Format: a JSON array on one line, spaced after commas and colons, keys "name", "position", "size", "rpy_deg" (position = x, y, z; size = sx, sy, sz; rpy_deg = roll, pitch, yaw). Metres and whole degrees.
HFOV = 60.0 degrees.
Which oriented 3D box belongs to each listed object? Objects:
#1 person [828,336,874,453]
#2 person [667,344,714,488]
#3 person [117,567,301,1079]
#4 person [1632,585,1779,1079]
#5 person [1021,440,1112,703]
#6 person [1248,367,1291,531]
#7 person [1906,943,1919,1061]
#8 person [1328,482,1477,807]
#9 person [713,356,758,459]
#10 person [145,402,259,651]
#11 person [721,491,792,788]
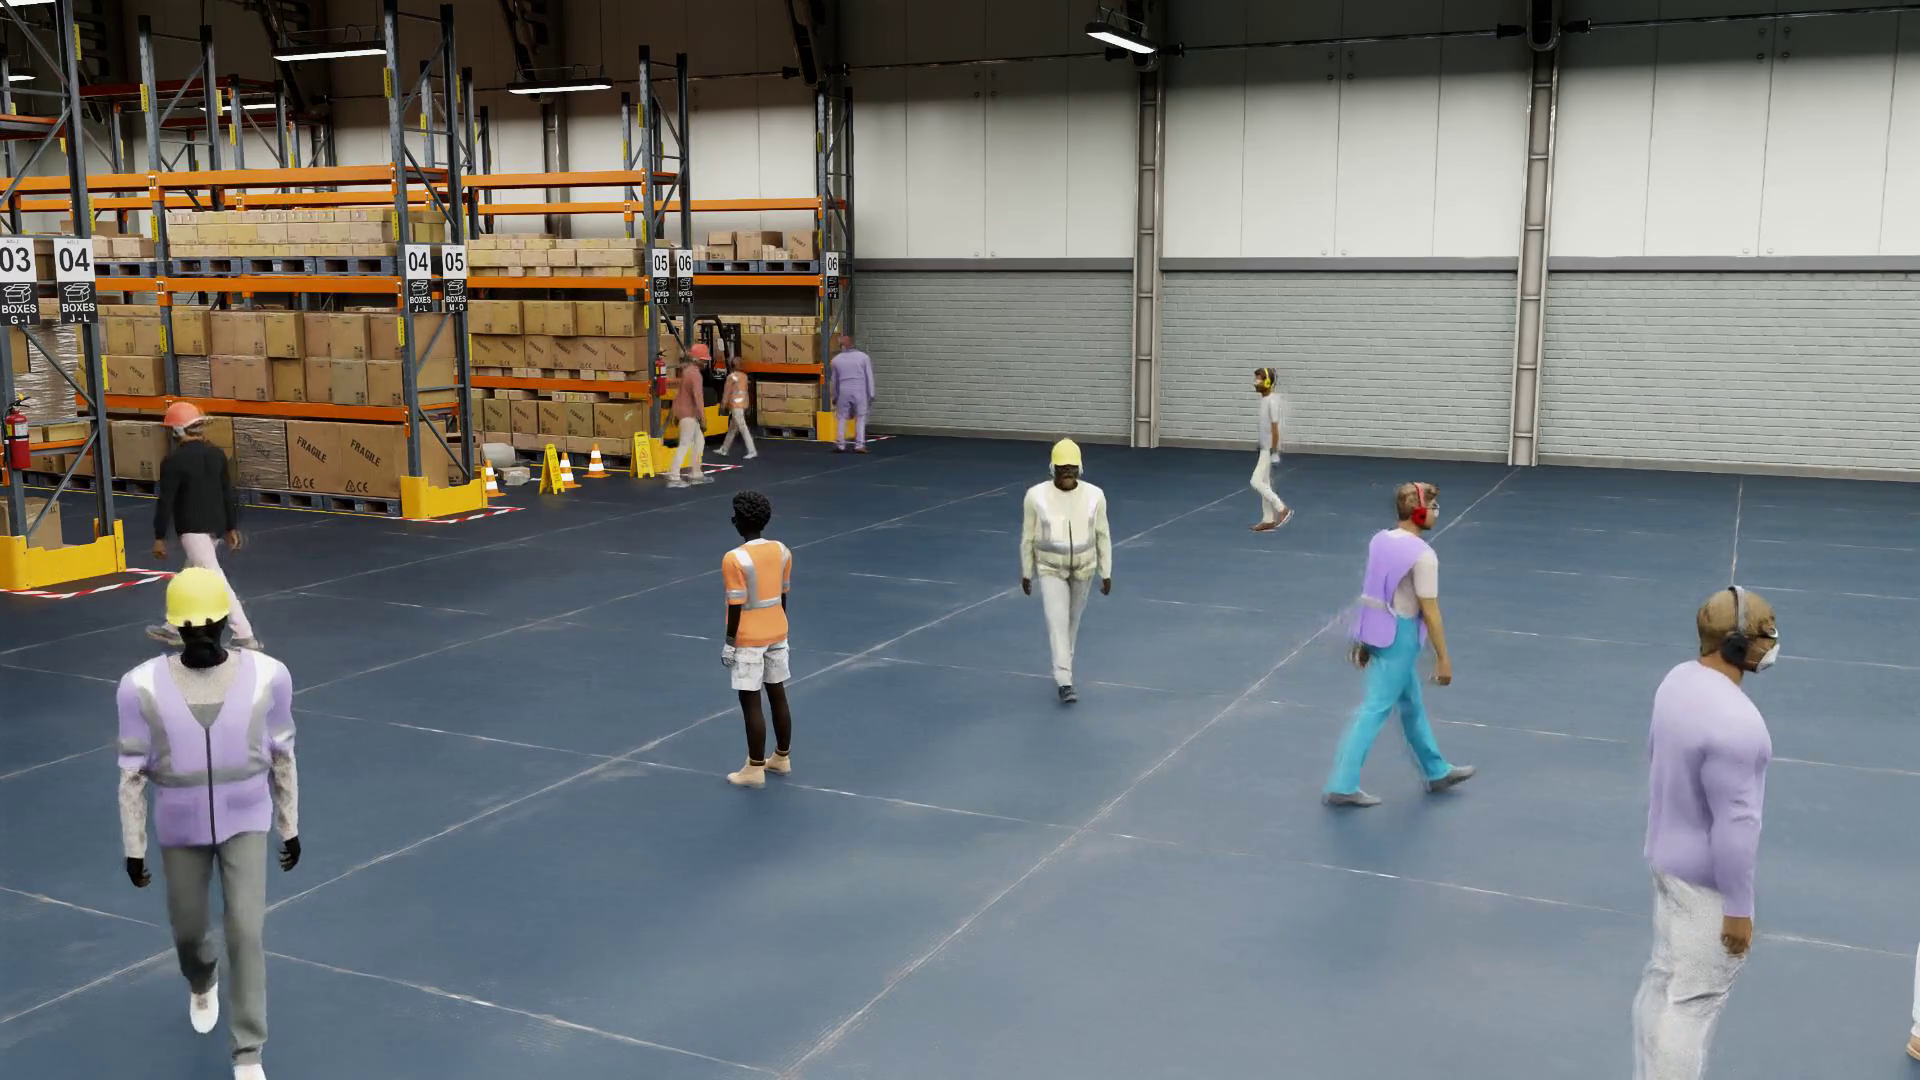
[{"name": "person", "position": [-1.751, -2.314, 26.624], "size": [0.742, 1.879, 0.411], "rpy_deg": [1, 9, 4]}, {"name": "person", "position": [-3.622, -1.673, 22.449], "size": [0.797, 1.941, 0.639], "rpy_deg": [-3, 10, -18]}, {"name": "person", "position": [-2.746, 1.018, 6.118], "size": [0.601, 1.899, 0.877], "rpy_deg": [-4, 10, -22]}, {"name": "person", "position": [2.448, 1.102, 5.474], "size": [0.355, 1.936, 0.635], "rpy_deg": [1, 9, 5]}, {"name": "person", "position": [0.748, 0.193, 11.521], "size": [0.612, 1.783, 0.919], "rpy_deg": [-1, 9, -8]}, {"name": "person", "position": [3.427, -1.002, 18.611], "size": [0.427, 1.853, 0.553], "rpy_deg": [0, 9, -1]}, {"name": "person", "position": [3.788, 1.058, 6.069], "size": [0.627, 1.836, 0.428], "rpy_deg": [-3, 10, -19]}, {"name": "person", "position": [2.464, 0.577, 9.135], "size": [0.978, 1.787, 0.587], "rpy_deg": [-2, 9, -11]}, {"name": "person", "position": [-3.498, -2.052, 25.848], "size": [0.870, 1.590, 0.529], "rpy_deg": [4, 10, 22]}, {"name": "person", "position": [-5.881, -0.089, 12.789], "size": [1.089, 1.936, 0.629], "rpy_deg": [3, 10, 16]}, {"name": "person", "position": [-1.167, 0.563, 9.511], "size": [0.318, 1.695, 0.539], "rpy_deg": [6, 11, 32]}]
